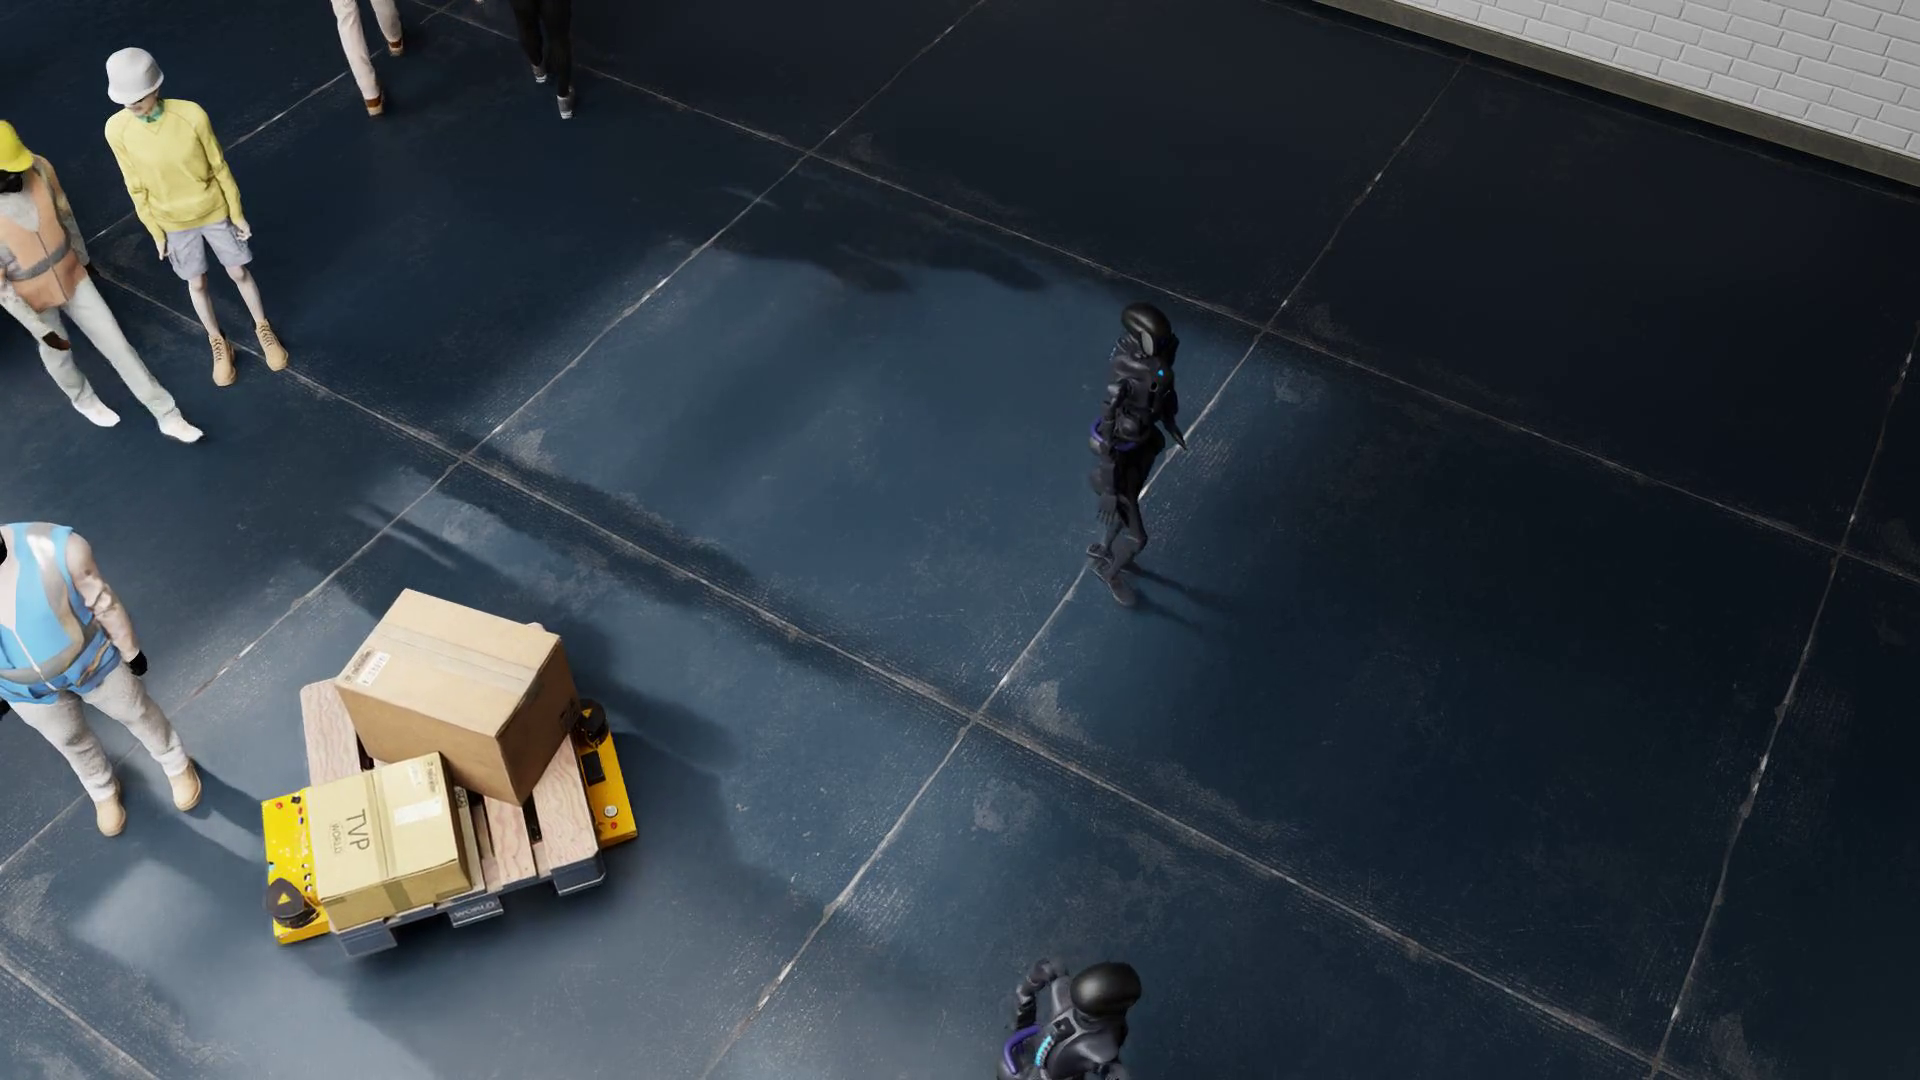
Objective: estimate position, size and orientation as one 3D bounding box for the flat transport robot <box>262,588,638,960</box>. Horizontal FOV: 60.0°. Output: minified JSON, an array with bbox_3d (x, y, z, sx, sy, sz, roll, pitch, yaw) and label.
[{"bbox_3d":[-2.105,1.127,6.831,1.431,0.231,0.659,-15,51,-13],"label":"flat transport robot"}]

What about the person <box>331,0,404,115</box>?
[{"bbox_3d":[-3.650,-3.574,9.831,0.656,1.941,1.030,-11,50,-10],"label":"person"}]

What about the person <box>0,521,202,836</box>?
[{"bbox_3d":[-3.448,0.488,6.353,0.628,1.837,0.429,-19,51,-16],"label":"person"}]

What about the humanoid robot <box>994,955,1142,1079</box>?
[{"bbox_3d":[0.278,1.768,5.336,0.447,1.631,0.620,-25,53,-20],"label":"humanoid robot"}]

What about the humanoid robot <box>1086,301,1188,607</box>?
[{"bbox_3d":[0.755,-0.403,7.234,0.376,1.651,0.599,29,55,23],"label":"humanoid robot"}]

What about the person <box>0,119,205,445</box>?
[{"bbox_3d":[-4.197,-1.156,7.764,0.884,1.874,0.590,24,53,20],"label":"person"}]

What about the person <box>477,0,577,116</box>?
[{"bbox_3d":[-2.500,-3.417,9.831,0.754,1.730,0.724,-5,49,-5],"label":"person"}]

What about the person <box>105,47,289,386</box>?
[{"bbox_3d":[-3.740,-1.584,8.127,0.473,1.889,0.398,-18,51,-15],"label":"person"}]
